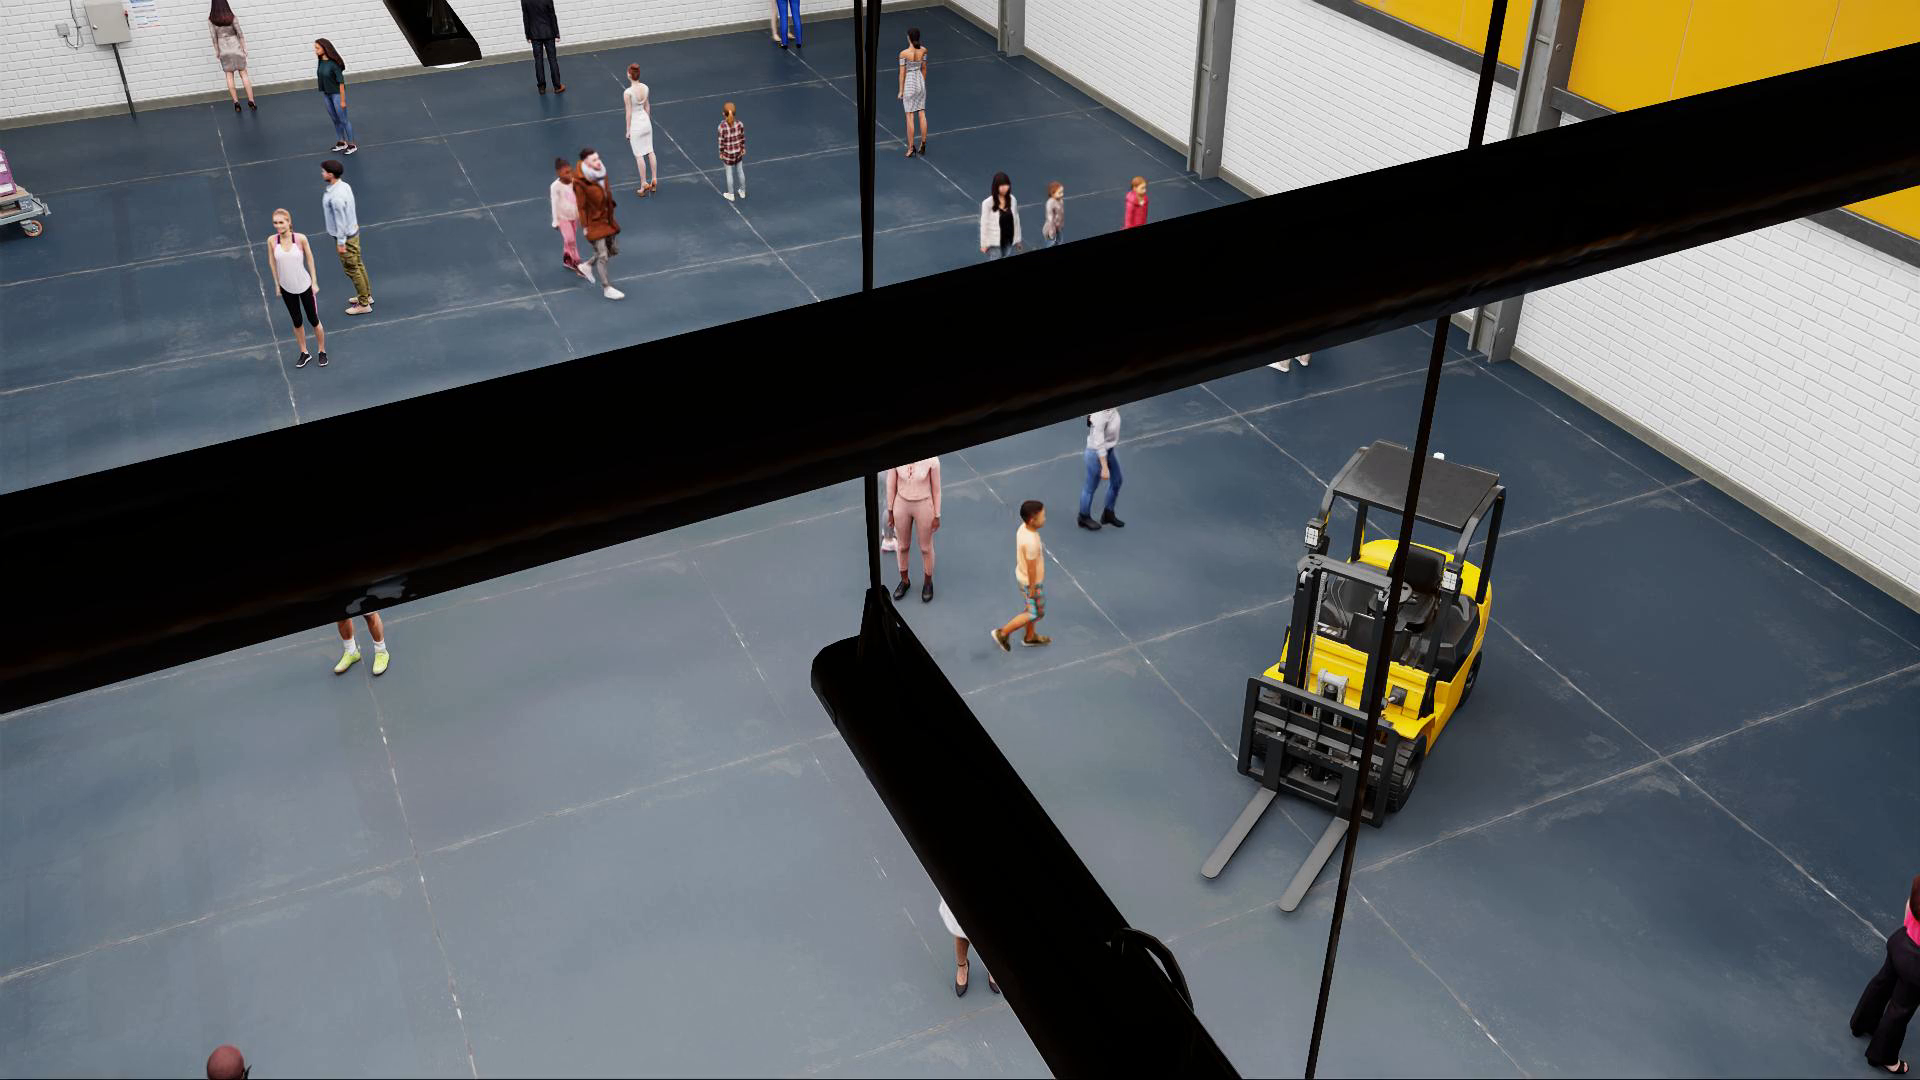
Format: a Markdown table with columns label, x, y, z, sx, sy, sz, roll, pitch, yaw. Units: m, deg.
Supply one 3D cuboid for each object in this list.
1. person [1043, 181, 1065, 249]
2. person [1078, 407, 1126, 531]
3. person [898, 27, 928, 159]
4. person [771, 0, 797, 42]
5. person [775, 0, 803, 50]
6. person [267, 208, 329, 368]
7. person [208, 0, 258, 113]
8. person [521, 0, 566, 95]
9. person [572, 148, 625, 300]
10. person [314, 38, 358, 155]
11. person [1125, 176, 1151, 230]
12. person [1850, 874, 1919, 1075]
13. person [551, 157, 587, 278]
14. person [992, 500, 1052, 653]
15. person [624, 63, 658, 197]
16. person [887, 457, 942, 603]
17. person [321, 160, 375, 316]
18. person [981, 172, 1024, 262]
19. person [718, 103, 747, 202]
| label | x | y | z | sx | sy | sz | roll | pitch | yaw |
| --- | --- | --- | --- | --- | --- | --- | --- | --- | --- |
| person | 1.090 | -3.763 | 20.029 | 0.563 | 1.188 | 0.548 | 26 | 41 | 33 |
| person | 1.204 | -0.787 | 15.168 | 0.848 | 1.614 | 0.792 | 13 | 36 | 19 |
| person | -0.631 | -6.248 | 23.195 | 0.621 | 1.823 | 0.572 | -20 | 39 | -27 |
| person | -3.020 | -9.214 | 27.773 | 0.665 | 1.695 | 0.634 | -24 | 40 | -31 |
| person | -2.833 | -8.972 | 27.404 | 0.649 | 1.700 | 0.590 | -9 | 35 | -13 |
| person | -7.145 | -2.729 | 17.932 | 0.665 | 1.788 | 0.628 | -4 | 34 | -6 |
| person | -10.869 | -7.263 | 24.793 | 0.633 | 1.744 | 0.562 | -9 | 35 | -13 |
| person | -6.399 | -7.745 | 25.467 | 0.752 | 1.800 | 0.717 | -2 | 34 | -4 |
| person | -4.268 | -3.696 | 19.352 | 1.052 | 1.826 | 0.987 | 13 | 36 | 18 |
| person | -8.792 | -6.248 | 23.382 | 0.683 | 1.615 | 0.768 | 20 | 39 | 27 |
| person | 2.039 | -3.721 | 19.873 | 0.649 | 1.290 | 0.958 | -22 | 40 | -30 |
| person | 5.811 | 2.543 | 10.116 | 0.718 | 1.660 | 0.617 | 4 | 34 | 6 |
| person | -4.774 | -3.920 | 20.049 | 0.938 | 1.427 | 0.764 | 27 | 42 | 34 |
| person | 0.506 | 0.316 | 13.659 | 0.700 | 1.446 | 0.754 | -5 | 34 | -7 |
| person | -4.228 | -5.428 | 21.987 | 0.626 | 1.793 | 0.643 | 24 | 41 | 32 |
| person | -0.386 | -0.243 | 14.254 | 0.693 | 1.720 | 0.722 | 6 | 34 | 9 |
| person | -7.020 | -3.481 | 19.042 | 0.797 | 1.812 | 0.615 | -4 | 34 | -6 |
| person | 0.433 | -3.488 | 19.218 | 0.646 | 1.628 | 0.628 | -18 | 38 | -25 |
| person | -3.010 | -5.148 | 22.007 | 0.547 | 1.306 | 0.539 | -18 | 38 | -25 |
